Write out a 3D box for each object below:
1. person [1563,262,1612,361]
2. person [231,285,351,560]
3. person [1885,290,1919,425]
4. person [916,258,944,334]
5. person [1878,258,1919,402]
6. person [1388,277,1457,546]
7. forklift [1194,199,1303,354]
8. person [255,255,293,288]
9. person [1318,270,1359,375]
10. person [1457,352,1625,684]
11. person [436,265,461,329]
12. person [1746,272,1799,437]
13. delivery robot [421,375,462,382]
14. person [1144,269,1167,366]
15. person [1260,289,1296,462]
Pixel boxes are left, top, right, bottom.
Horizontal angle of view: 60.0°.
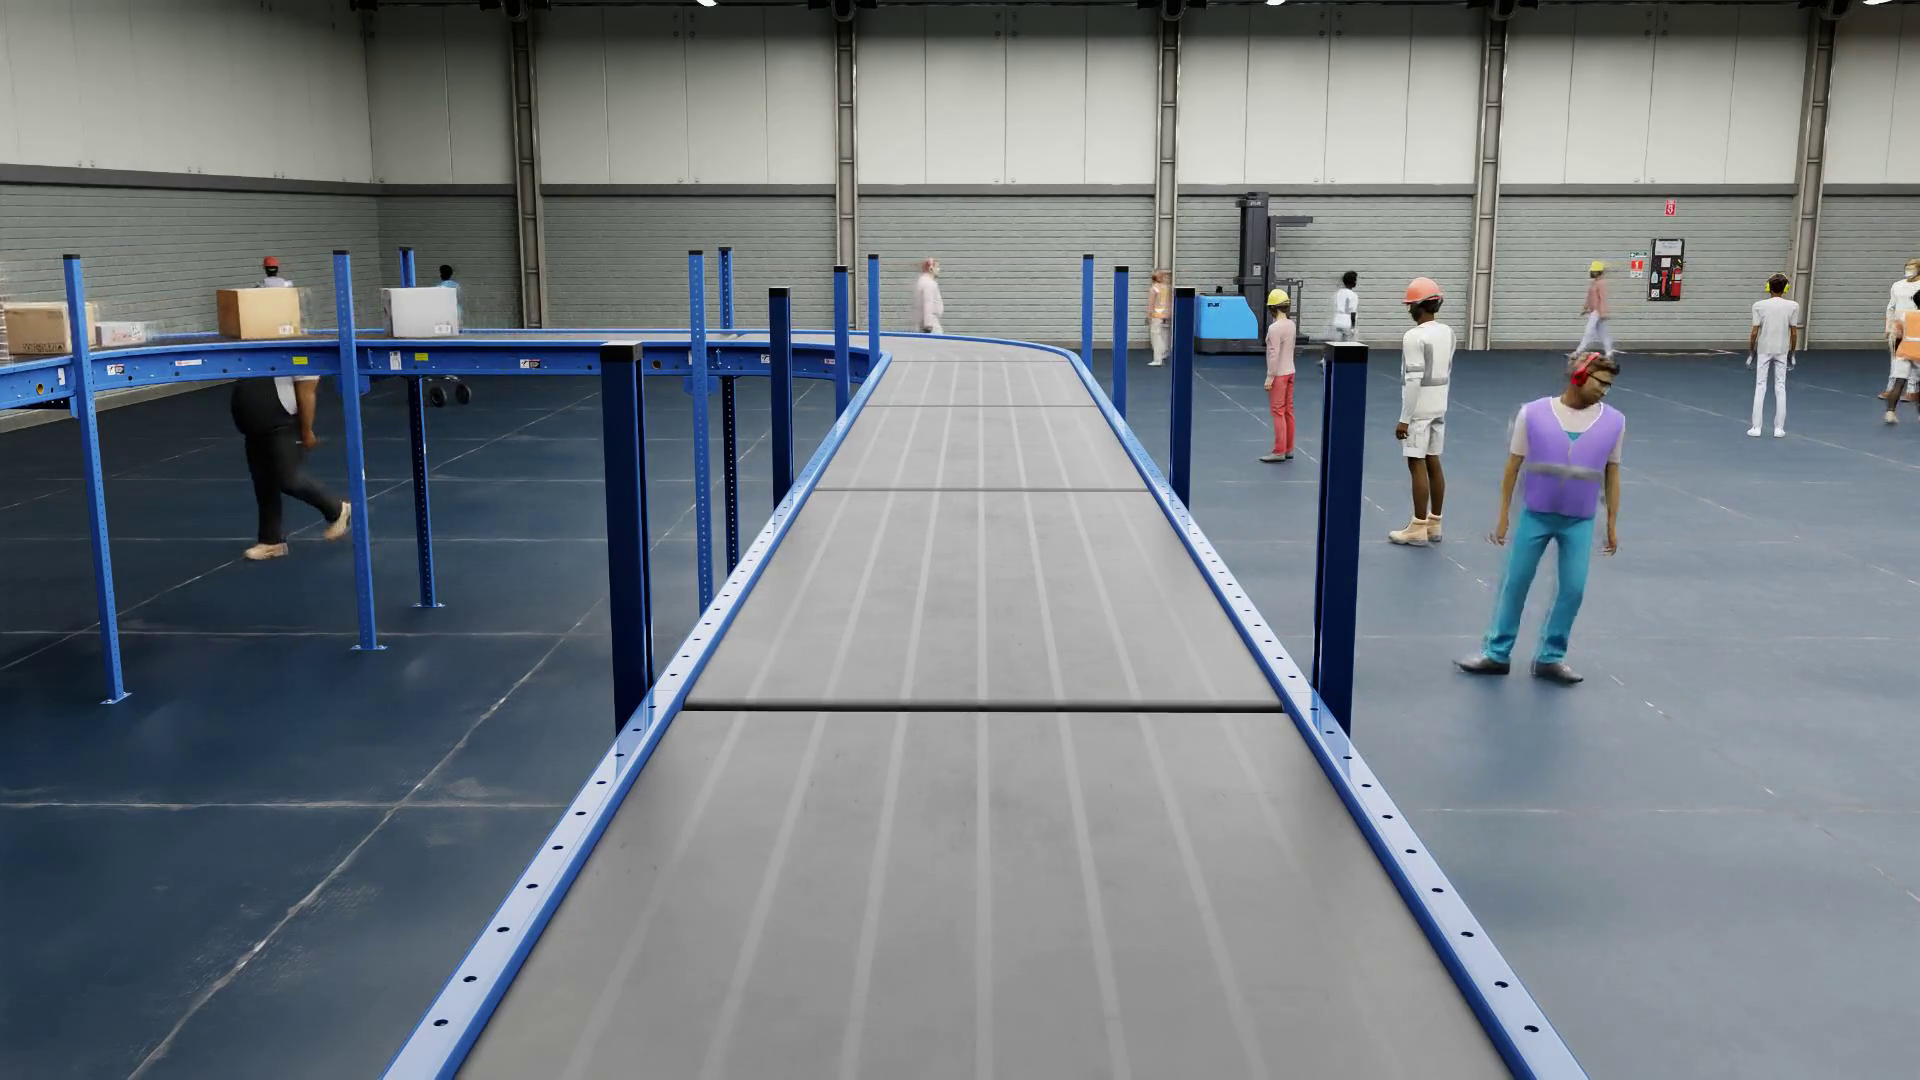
[{"bbox_3d":[10.945,-3.946,28.818,0.890,1.720,0.542,1,11,7],"label":"person"},{"bbox_3d":[-5.010,-0.872,12.315,0.692,2.000,0.729,8,14,36],"label":"person"},{"bbox_3d":[11.535,-2.215,20.124,0.882,1.651,0.545,-8,14,-37],"label":"person"},{"bbox_3d":[-0.352,-3.260,24.863,0.689,1.883,0.680,-2,11,-8],"label":"person"},{"bbox_3d":[12.962,-2.875,22.765,0.361,1.937,0.635,-6,12,-27],"label":"person"},{"bbox_3d":[3.542,-0.990,12.816,0.611,2.040,0.393,-11,15,-44],"label":"person"},{"bbox_3d":[5.313,-4.851,30.603,1.873,2.768,1.129,0,11,1],"label":"forklift"},{"bbox_3d":[-10.249,-3.294,24.928,0.552,1.935,0.372,-8,13,-34],"label":"person"},{"bbox_3d":[5.894,-3.310,25.647,0.598,1.681,0.537,-5,12,-23],"label":"person"},{"bbox_3d":[3.141,-0.124,9.000,0.791,1.796,0.381,2,11,12],"label":"person"},{"bbox_3d":[-8.889,-3.904,28.721,0.633,1.672,0.547,6,13,30],"label":"person"},{"bbox_3d":[9.304,-2.121,19.062,0.519,1.874,0.326,4,12,19],"label":"person"},{"bbox_3d":[-7.020,-2.265,22.392,0.698,0.223,0.335,7,13,33],"label":"delivery robot"},{"bbox_3d":[3.286,-3.744,28.016,0.396,1.621,0.546,7,13,34],"label":"person"},{"bbox_3d":[3.272,-1.689,17.120,0.328,1.765,0.528,8,13,35],"label":"person"}]
